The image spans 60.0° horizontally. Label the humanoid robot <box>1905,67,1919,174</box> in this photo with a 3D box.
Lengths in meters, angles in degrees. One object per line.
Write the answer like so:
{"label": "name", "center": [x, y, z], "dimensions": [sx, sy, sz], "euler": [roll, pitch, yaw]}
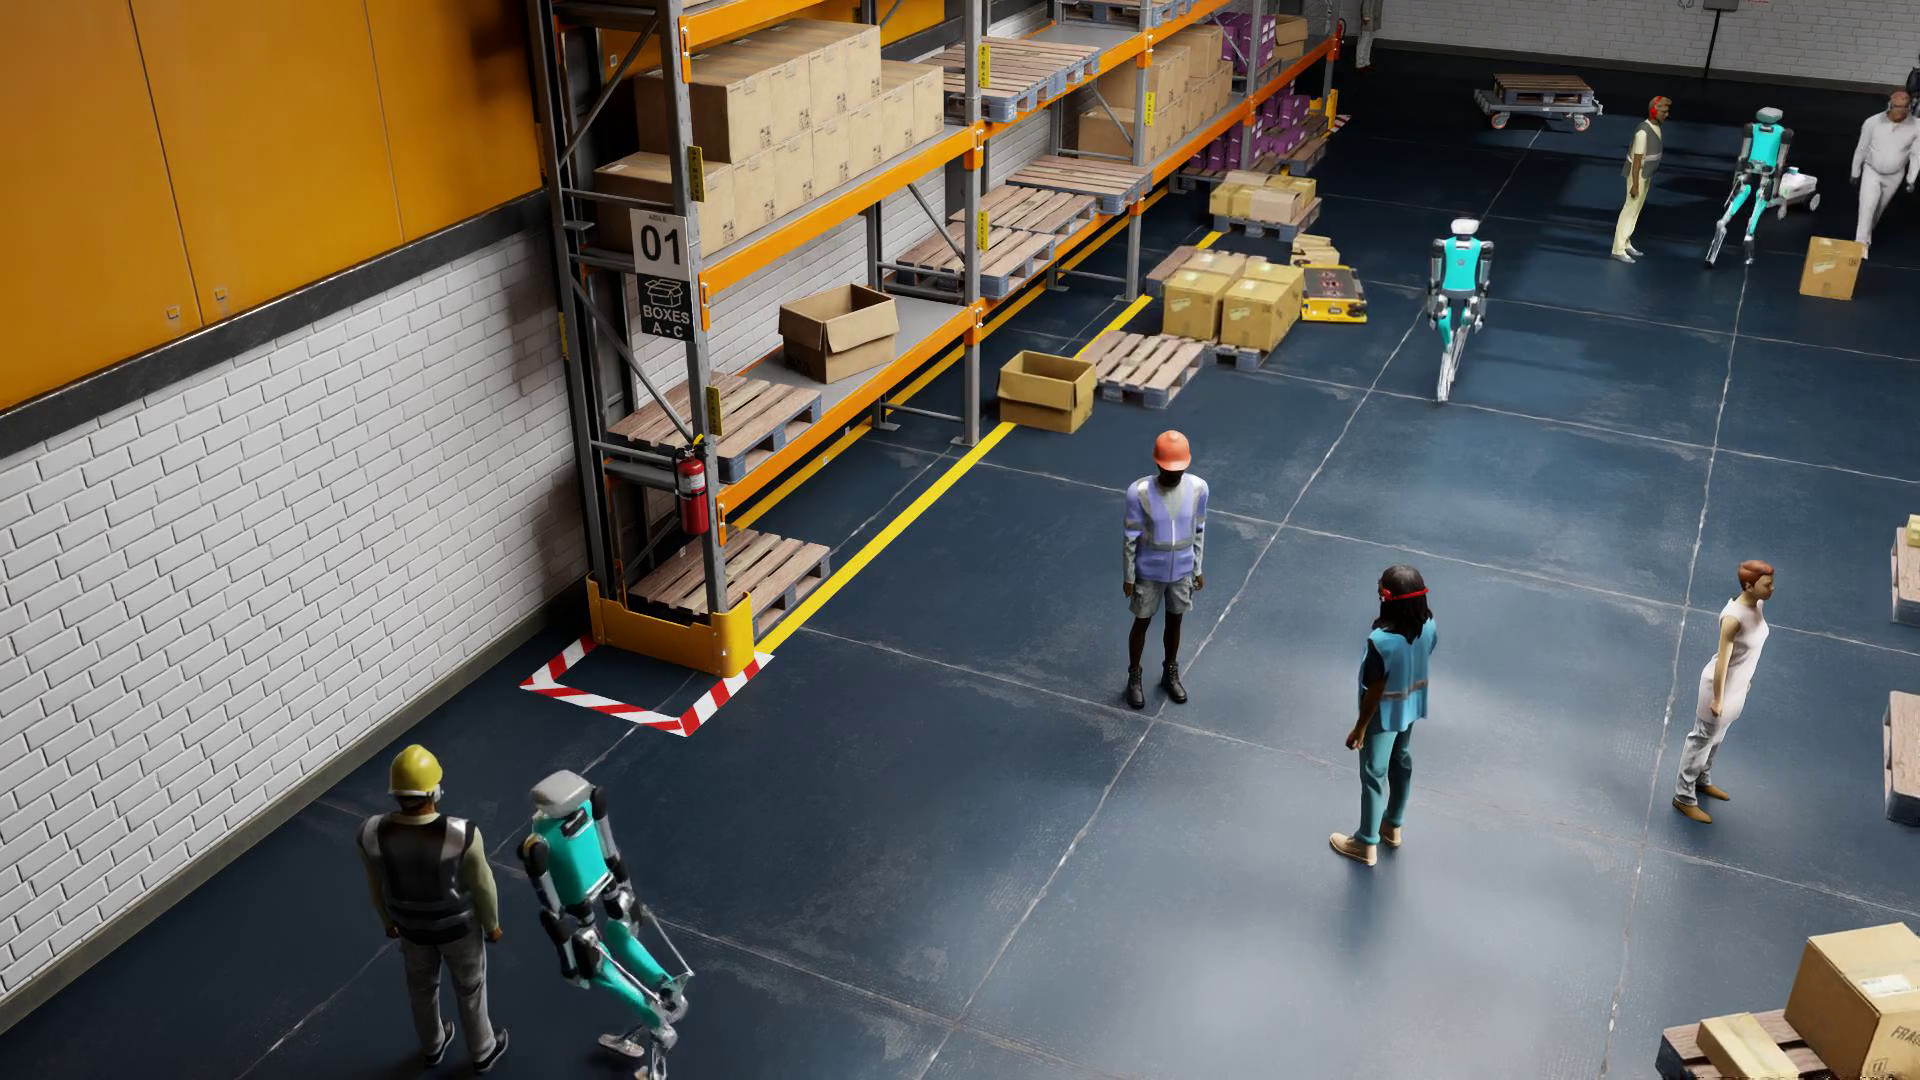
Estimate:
{"label": "humanoid robot", "center": [12.268, -5.493, 21.461], "dimensions": [0.737, 1.621, 0.608], "euler": [6, 29, 11]}

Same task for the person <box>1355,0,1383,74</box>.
{"label": "person", "center": [6.638, -8.484, 26.815], "dimensions": [0.367, 1.833, 0.503], "euler": [21, 35, 34]}

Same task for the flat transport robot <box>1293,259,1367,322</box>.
{"label": "flat transport robot", "center": [3.900, -2.634, 17.612], "dimensions": [0.659, 0.231, 1.431], "euler": [3, 28, 5]}

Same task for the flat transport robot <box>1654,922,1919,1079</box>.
{"label": "flat transport robot", "center": [3.996, 2.800, 7.535], "dimensions": [0.659, 0.231, 1.431], "euler": [-6, 29, -10]}

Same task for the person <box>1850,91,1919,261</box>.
{"label": "person", "center": [10.401, -4.129, 18.727], "dimensions": [0.641, 1.847, 1.070], "euler": [7, 29, 13]}

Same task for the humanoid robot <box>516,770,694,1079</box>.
{"label": "humanoid robot", "center": [-1.518, 1.877, 7.662], "dimensions": [0.829, 1.719, 0.552], "euler": [13, 31, 23]}

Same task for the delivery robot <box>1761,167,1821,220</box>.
{"label": "delivery robot", "center": [10.132, -4.249, 20.322], "dimensions": [0.809, 0.611, 0.499], "euler": [-19, 34, -31]}

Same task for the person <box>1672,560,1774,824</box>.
{"label": "person", "center": [4.463, 0.861, 9.662], "dimensions": [0.285, 1.662, 0.441], "euler": [24, 36, 37]}

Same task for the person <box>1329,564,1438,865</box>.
{"label": "person", "center": [2.372, 0.978, 9.232], "dimensions": [0.529, 1.866, 0.395], "euler": [-20, 34, -33]}

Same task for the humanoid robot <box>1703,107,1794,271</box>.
{"label": "humanoid robot", "center": [8.586, -3.789, 18.248], "dimensions": [0.983, 1.780, 0.546], "euler": [-23, 36, -36]}

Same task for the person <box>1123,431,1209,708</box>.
{"label": "person", "center": [1.308, 0.187, 10.625], "dimensions": [0.550, 1.935, 0.356], "euler": [-6, 29, -11]}

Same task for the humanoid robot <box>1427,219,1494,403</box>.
{"label": "humanoid robot", "center": [4.518, -2.129, 15.156], "dimensions": [0.559, 1.748, 1.044], "euler": [8, 29, 15]}

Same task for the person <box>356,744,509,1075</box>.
{"label": "person", "center": [-2.453, 1.762, 7.829], "dimensions": [0.593, 1.821, 0.403], "euler": [2, 28, 4]}

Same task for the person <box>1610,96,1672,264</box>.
{"label": "person", "center": [7.573, -4.031, 18.546], "dimensions": [0.374, 1.840, 0.567], "euler": [19, 34, 31]}
